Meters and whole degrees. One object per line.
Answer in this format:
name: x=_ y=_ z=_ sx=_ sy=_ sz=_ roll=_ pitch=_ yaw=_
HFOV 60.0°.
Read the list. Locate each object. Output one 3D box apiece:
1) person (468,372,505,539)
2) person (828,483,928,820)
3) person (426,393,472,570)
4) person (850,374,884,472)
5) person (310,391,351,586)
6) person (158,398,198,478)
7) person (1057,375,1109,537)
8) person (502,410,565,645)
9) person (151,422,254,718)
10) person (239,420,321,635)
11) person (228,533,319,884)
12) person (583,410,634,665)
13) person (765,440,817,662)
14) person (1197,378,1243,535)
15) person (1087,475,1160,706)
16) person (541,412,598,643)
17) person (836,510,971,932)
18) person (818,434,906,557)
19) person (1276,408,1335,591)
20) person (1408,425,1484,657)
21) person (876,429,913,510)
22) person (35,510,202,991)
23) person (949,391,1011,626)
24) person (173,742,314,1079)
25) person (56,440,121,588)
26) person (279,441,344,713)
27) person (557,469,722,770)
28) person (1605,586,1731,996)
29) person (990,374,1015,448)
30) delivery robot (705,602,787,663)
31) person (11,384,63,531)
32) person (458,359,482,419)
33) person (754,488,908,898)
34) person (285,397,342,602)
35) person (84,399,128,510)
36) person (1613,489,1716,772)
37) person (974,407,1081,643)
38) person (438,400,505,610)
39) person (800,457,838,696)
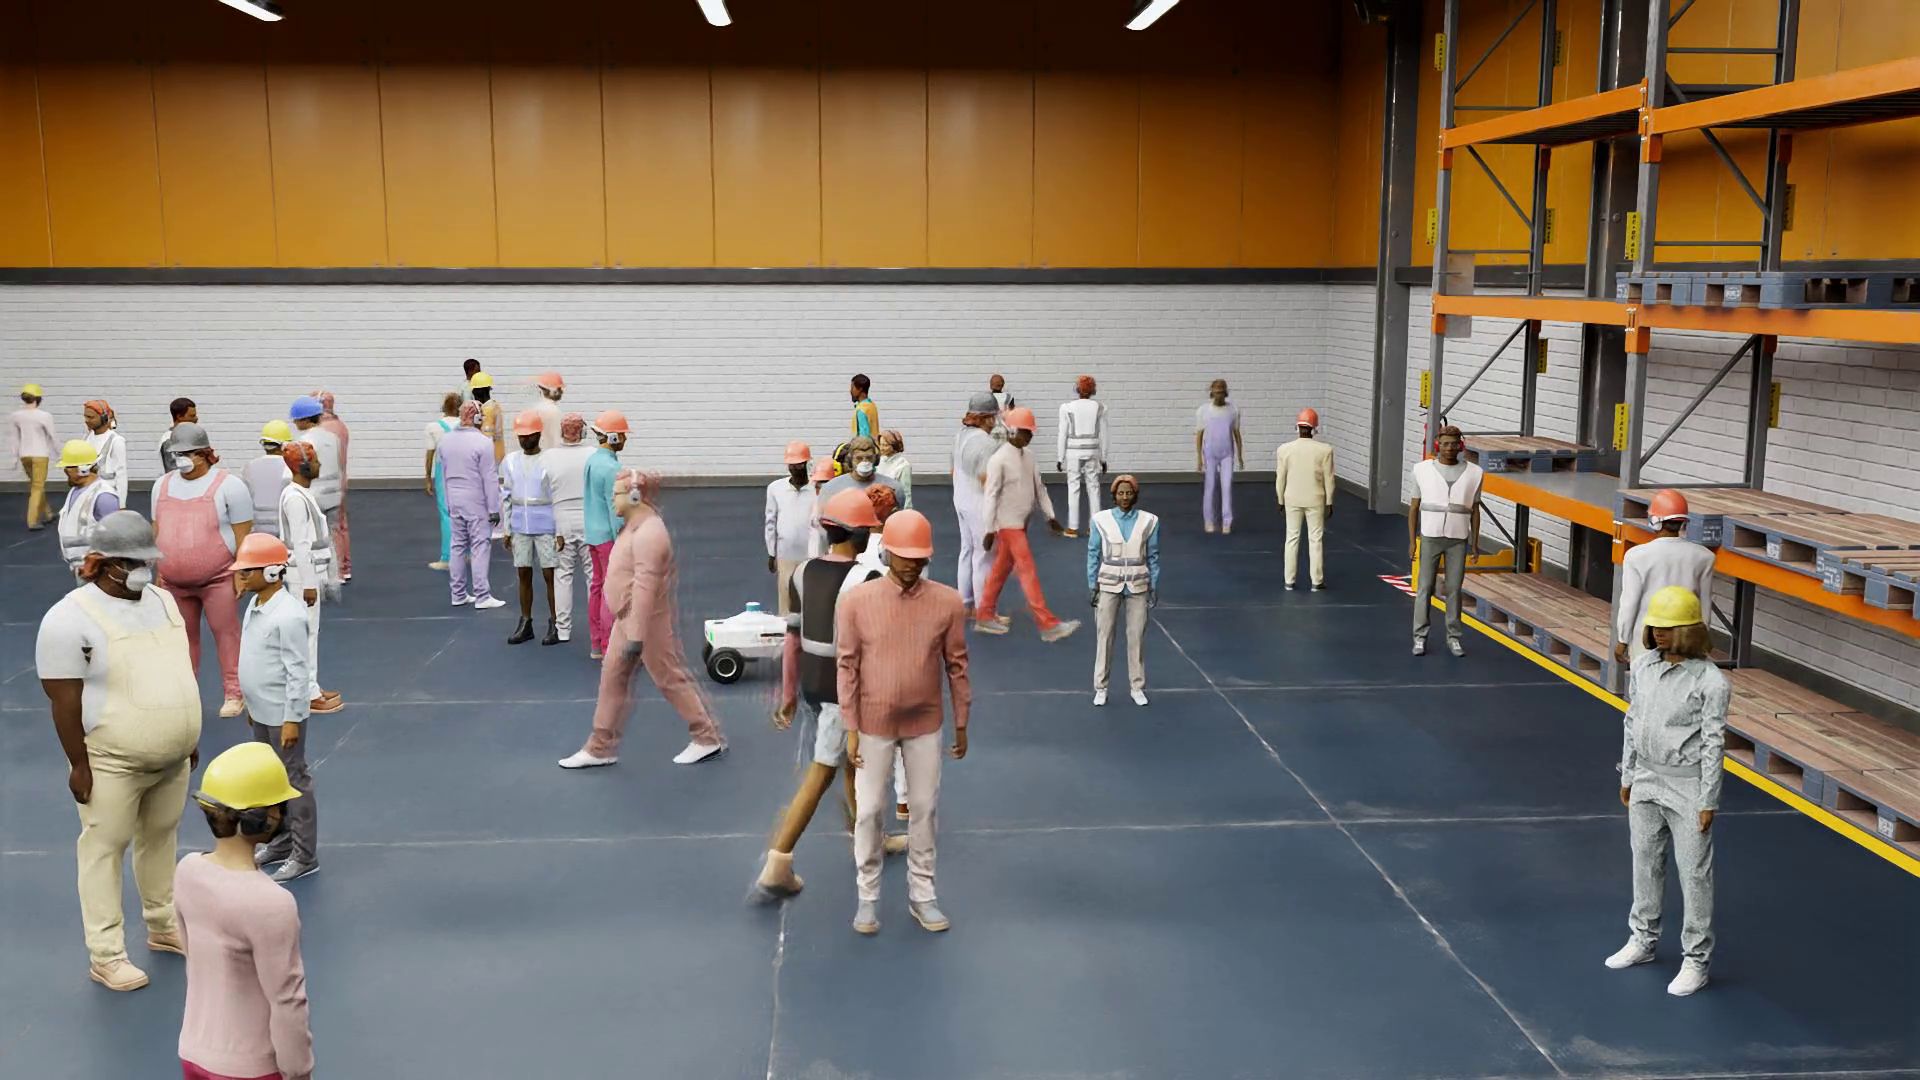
person: x=-5.429 y=-0.965 z=19.114 sx=0.392 sy=1.918 sz=0.582 roll=-2 pitch=9 yaw=-12
person: x=-0.448 y=0.623 z=9.234 sx=0.585 sy=1.882 sz=0.337 roll=0 pitch=9 yaw=2
person: x=-5.271 y=-0.609 z=17.256 sx=0.595 sy=1.802 sz=0.649 roll=-4 pitch=10 yaw=-24
person: x=-1.057 y=-0.911 z=18.762 sx=0.372 sy=1.916 sz=0.597 roll=1 pitch=9 yaw=5
person: x=-6.181 y=-0.502 z=16.231 sx=0.408 sy=1.906 sz=0.653 roll=-1 pitch=9 yaw=-6
person: x=-7.188 y=-0.358 z=15.349 sx=0.392 sy=1.910 sz=0.583 roll=-1 pitch=9 yaw=-5
person: x=1.429 y=-0.955 z=19.184 sx=0.607 sy=1.880 sz=0.376 roll=-1 pitch=9 yaw=-5
person: x=-3.489 y=-0.097 z=13.597 sx=0.552 sy=1.934 sz=0.365 roll=2 pitch=9 yaw=11
person: x=-5.203 y=0.208 z=11.351 sx=0.682 sy=2.000 sz=0.537 roll=0 pitch=9 yaw=1
person: x=-5.637 y=-0.080 z=13.806 sx=0.591 sy=1.833 sz=0.404 roll=1 pitch=9 yaw=7
person: x=-3.449 y=0.830 z=8.345 sx=0.328 sy=1.752 sz=0.563 roll=-9 pitch=13 yaw=-43
person: x=-2.720 y=-0.021 z=12.964 sx=0.407 sy=1.987 sz=0.615 roll=-5 pitch=10 yaw=-30
person: x=-1.248 y=0.089 z=12.995 sx=0.564 sy=1.752 sz=0.340 roll=1 pitch=9 yaw=6
person: x=3.035 y=-0.980 z=19.468 sx=0.530 sy=1.844 sz=0.379 roll=1 pitch=9 yaw=4
person: x=1.147 y=0.352 z=11.702 sx=0.514 sy=1.641 sz=0.308 roll=0 pitch=9 yaw=-2
person: x=-3.171 y=-0.105 z=13.738 sx=0.641 sy=1.908 sz=0.407 roll=-3 pitch=9 yaw=-16
person: x=-0.252 y=0.835 z=7.619 sx=0.626 sy=1.978 sz=0.422 roll=-2 pitch=9 yaw=-11
person: x=-0.671 y=0.232 z=11.522 sx=0.631 sy=1.938 sz=0.362 roll=-3 pitch=10 yaw=-19
person: x=3.317 y=-0.385 z=15.967 sx=0.562 sy=1.753 sz=0.327 roll=3 pitch=10 yaw=21
person: x=3.852 y=0.005 z=13.237 sx=0.567 sy=1.846 sz=0.389 roll=1 pitch=9 yaw=6
person: x=-0.597 y=-0.205 z=15.254 sx=0.323 sy=1.630 sz=0.512 roll=-6 pitch=11 yaw=-34
person: x=-3.531 y=0.874 z=7.168 sx=0.535 sy=2.000 sz=0.674 roll=3 pitch=10 yaw=19
person: x=0.223 y=-0.279 z=14.407 sx=0.538 sy=2.000 sz=0.690 roll=-4 pitch=10 yaw=-23
person: x=-1.958 y=1.423 z=4.614 sx=0.518 sy=1.756 sz=0.342 roll=6 pitch=11 yaw=34
person: x=-6.400 y=0.171 z=12.262 sx=0.587 sy=1.826 sz=0.404 roll=8 pitch=12 yaw=40
person: x=-4.522 y=0.257 z=11.536 sx=0.353 sy=1.884 sz=0.577 roll=-4 pitch=10 yaw=-22
person: x=-1.939 y=0.489 z=10.177 sx=0.985 sy=1.862 sz=0.661 roll=-4 pitch=10 yaw=-22
person: x=3.000 y=1.047 z=7.054 sx=0.343 sy=1.736 sz=0.484 roll=-5 pitch=10 yaw=-28
person: x=0.518 y=-1.507 z=23.375 sx=0.523 sy=1.638 sz=0.311 roll=0 pitch=9 yaw=0
delivery robot: x=-1.552 y=0.715 z=12.528 sx=0.707 sy=0.478 sz=0.477 roll=-2 pitch=9 yaw=-13
person: x=-10.987 y=-0.996 z=19.904 sx=0.530 sy=1.736 sz=0.798 roll=2 pitch=9 yaw=13
person: x=-6.522 y=-1.460 z=22.211 sx=0.376 sy=1.917 sz=0.599 roll=-2 pitch=9 yaw=-13
person: x=-0.649 y=0.742 z=8.213 sx=1.051 sy=1.991 sz=0.607 roll=-8 pitch=12 yaw=-43
person: x=-5.947 y=-0.362 z=15.333 sx=0.455 sy=1.913 sz=0.659 roll=3 pitch=10 yaw=20
person: x=-7.968 y=-0.374 z=15.526 sx=0.585 sy=1.878 sz=0.349 roll=6 pitch=11 yaw=34
person: x=4.212 y=0.565 z=9.996 sx=0.575 sy=1.754 sz=0.328 roll=-1 pitch=9 yaw=-4
person: x=0.554 y=-0.125 z=13.783 sx=1.061 sy=1.926 sz=0.605 roll=4 pitch=10 yaw=25
person: x=-4.423 y=-0.321 z=15.139 sx=0.646 sy=1.901 sz=0.394 roll=5 pitch=10 yaw=29
person: x=-0.922 y=0.282 z=11.772 sx=0.321 sy=1.755 sz=0.563 roll=-6 pitch=11 yaw=-34
